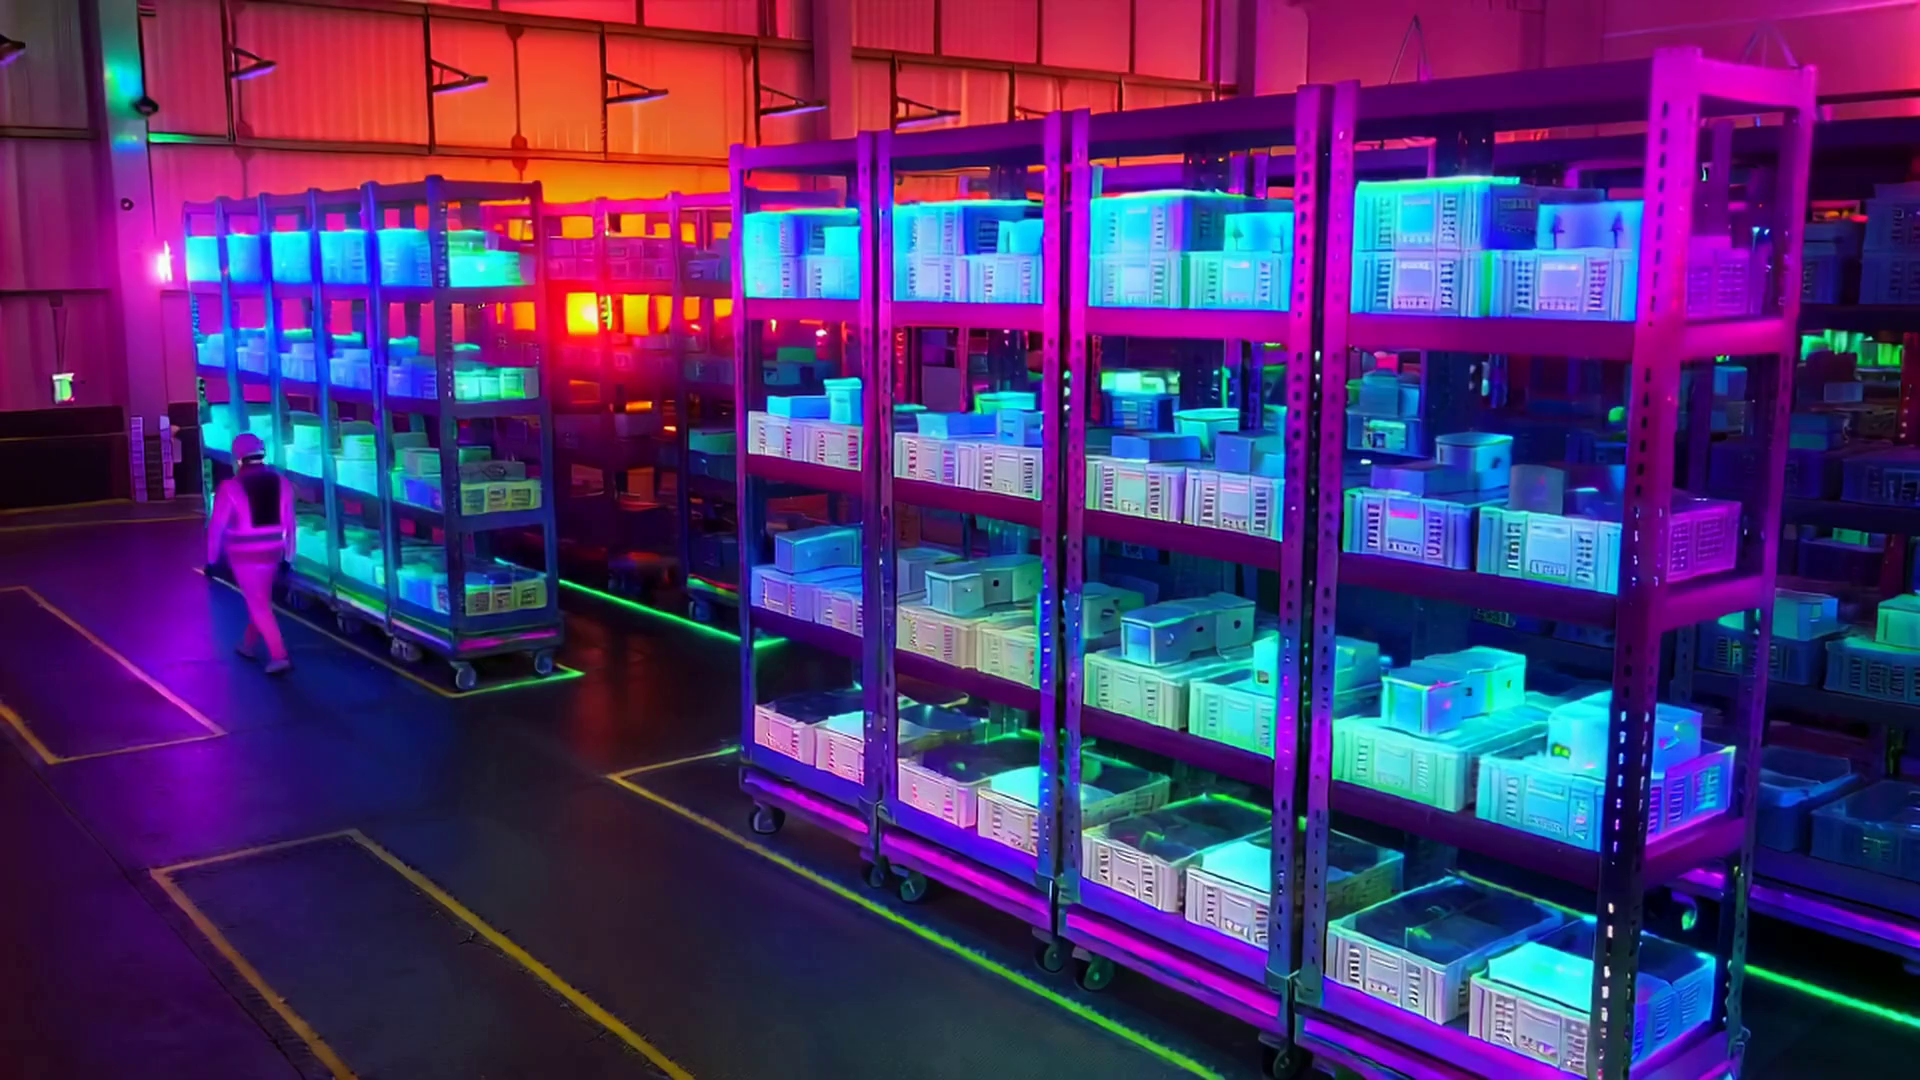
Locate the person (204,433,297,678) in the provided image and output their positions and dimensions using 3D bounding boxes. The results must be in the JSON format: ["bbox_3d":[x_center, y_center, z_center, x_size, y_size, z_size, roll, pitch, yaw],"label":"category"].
[{"bbox_3d":[-5.196,0.108,12.234,0.934,1.787,0.602,7,12,35],"label":"person"}]
